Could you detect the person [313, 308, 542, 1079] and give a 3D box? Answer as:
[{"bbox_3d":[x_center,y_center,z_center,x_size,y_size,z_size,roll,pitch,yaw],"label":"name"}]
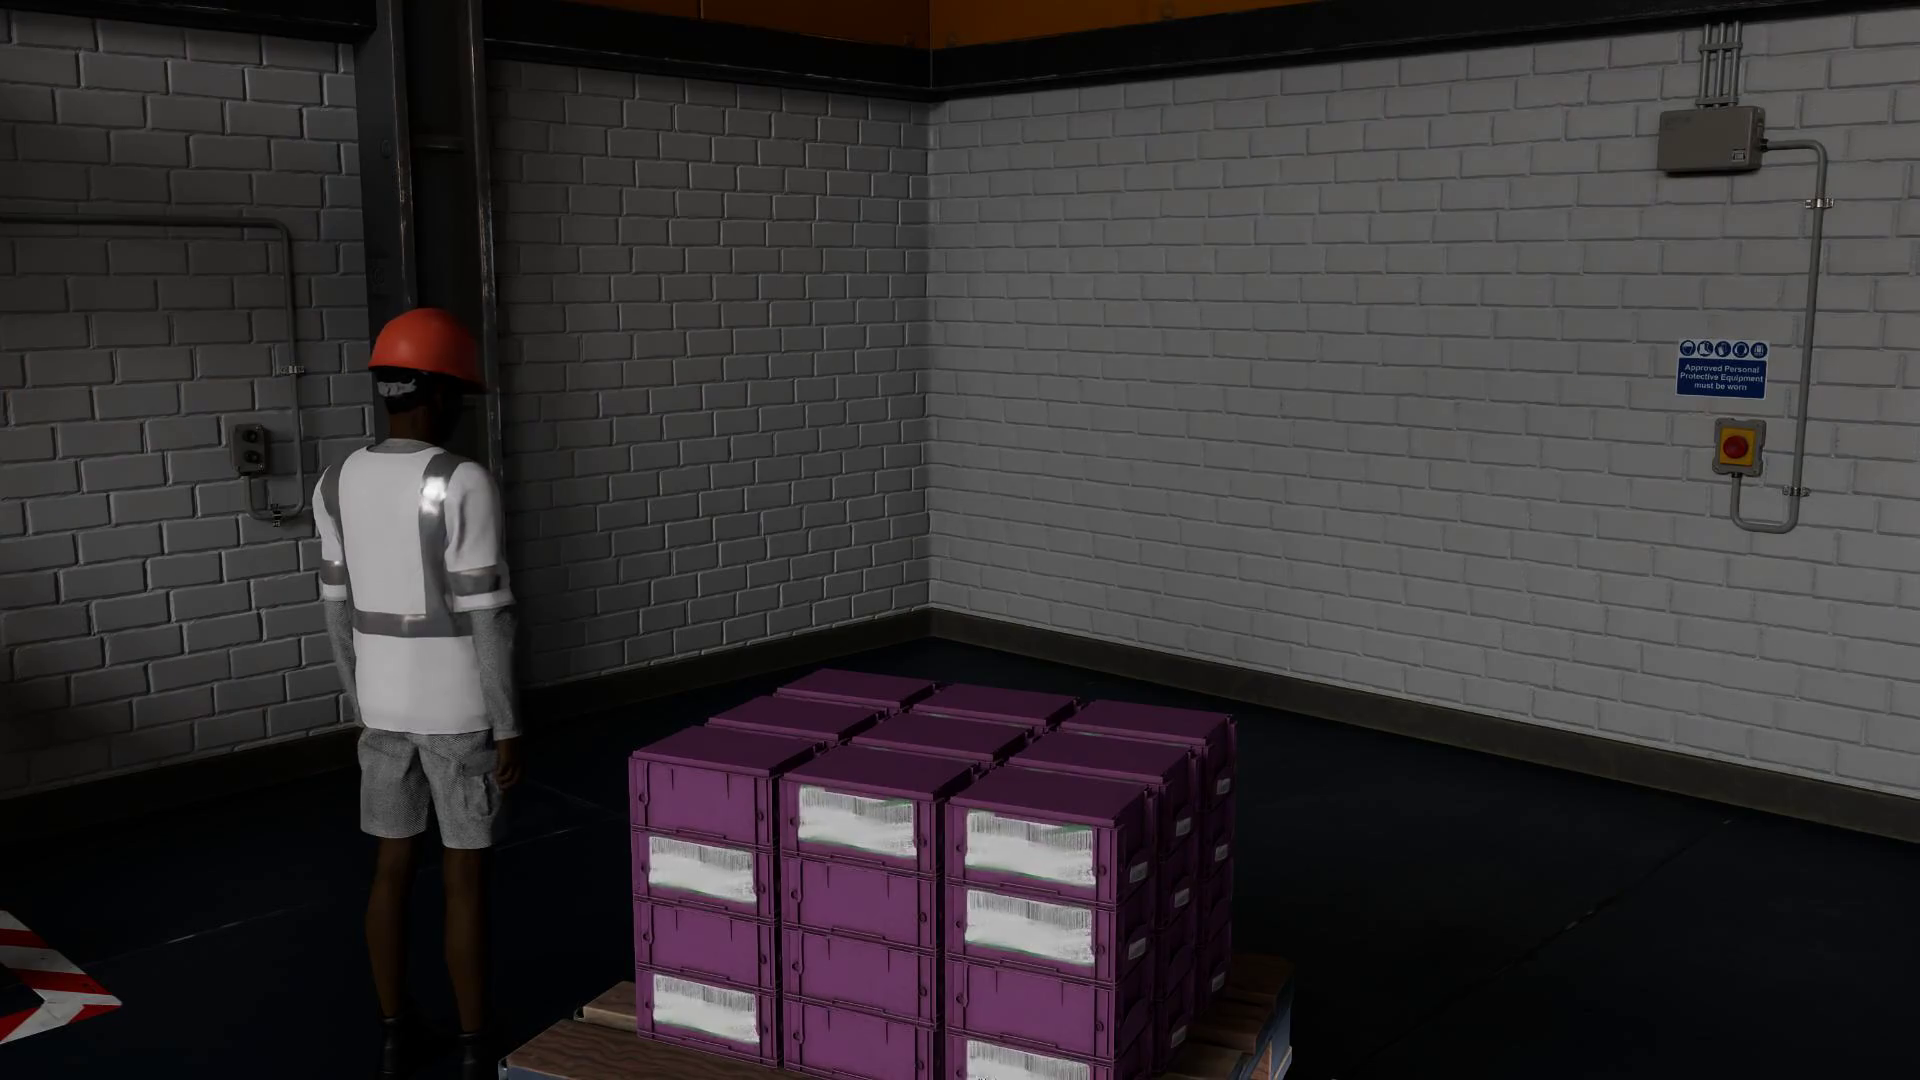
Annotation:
[{"bbox_3d":[-1.281,0.403,4.084,0.543,1.928,0.374,4,10,24],"label":"person"}]
